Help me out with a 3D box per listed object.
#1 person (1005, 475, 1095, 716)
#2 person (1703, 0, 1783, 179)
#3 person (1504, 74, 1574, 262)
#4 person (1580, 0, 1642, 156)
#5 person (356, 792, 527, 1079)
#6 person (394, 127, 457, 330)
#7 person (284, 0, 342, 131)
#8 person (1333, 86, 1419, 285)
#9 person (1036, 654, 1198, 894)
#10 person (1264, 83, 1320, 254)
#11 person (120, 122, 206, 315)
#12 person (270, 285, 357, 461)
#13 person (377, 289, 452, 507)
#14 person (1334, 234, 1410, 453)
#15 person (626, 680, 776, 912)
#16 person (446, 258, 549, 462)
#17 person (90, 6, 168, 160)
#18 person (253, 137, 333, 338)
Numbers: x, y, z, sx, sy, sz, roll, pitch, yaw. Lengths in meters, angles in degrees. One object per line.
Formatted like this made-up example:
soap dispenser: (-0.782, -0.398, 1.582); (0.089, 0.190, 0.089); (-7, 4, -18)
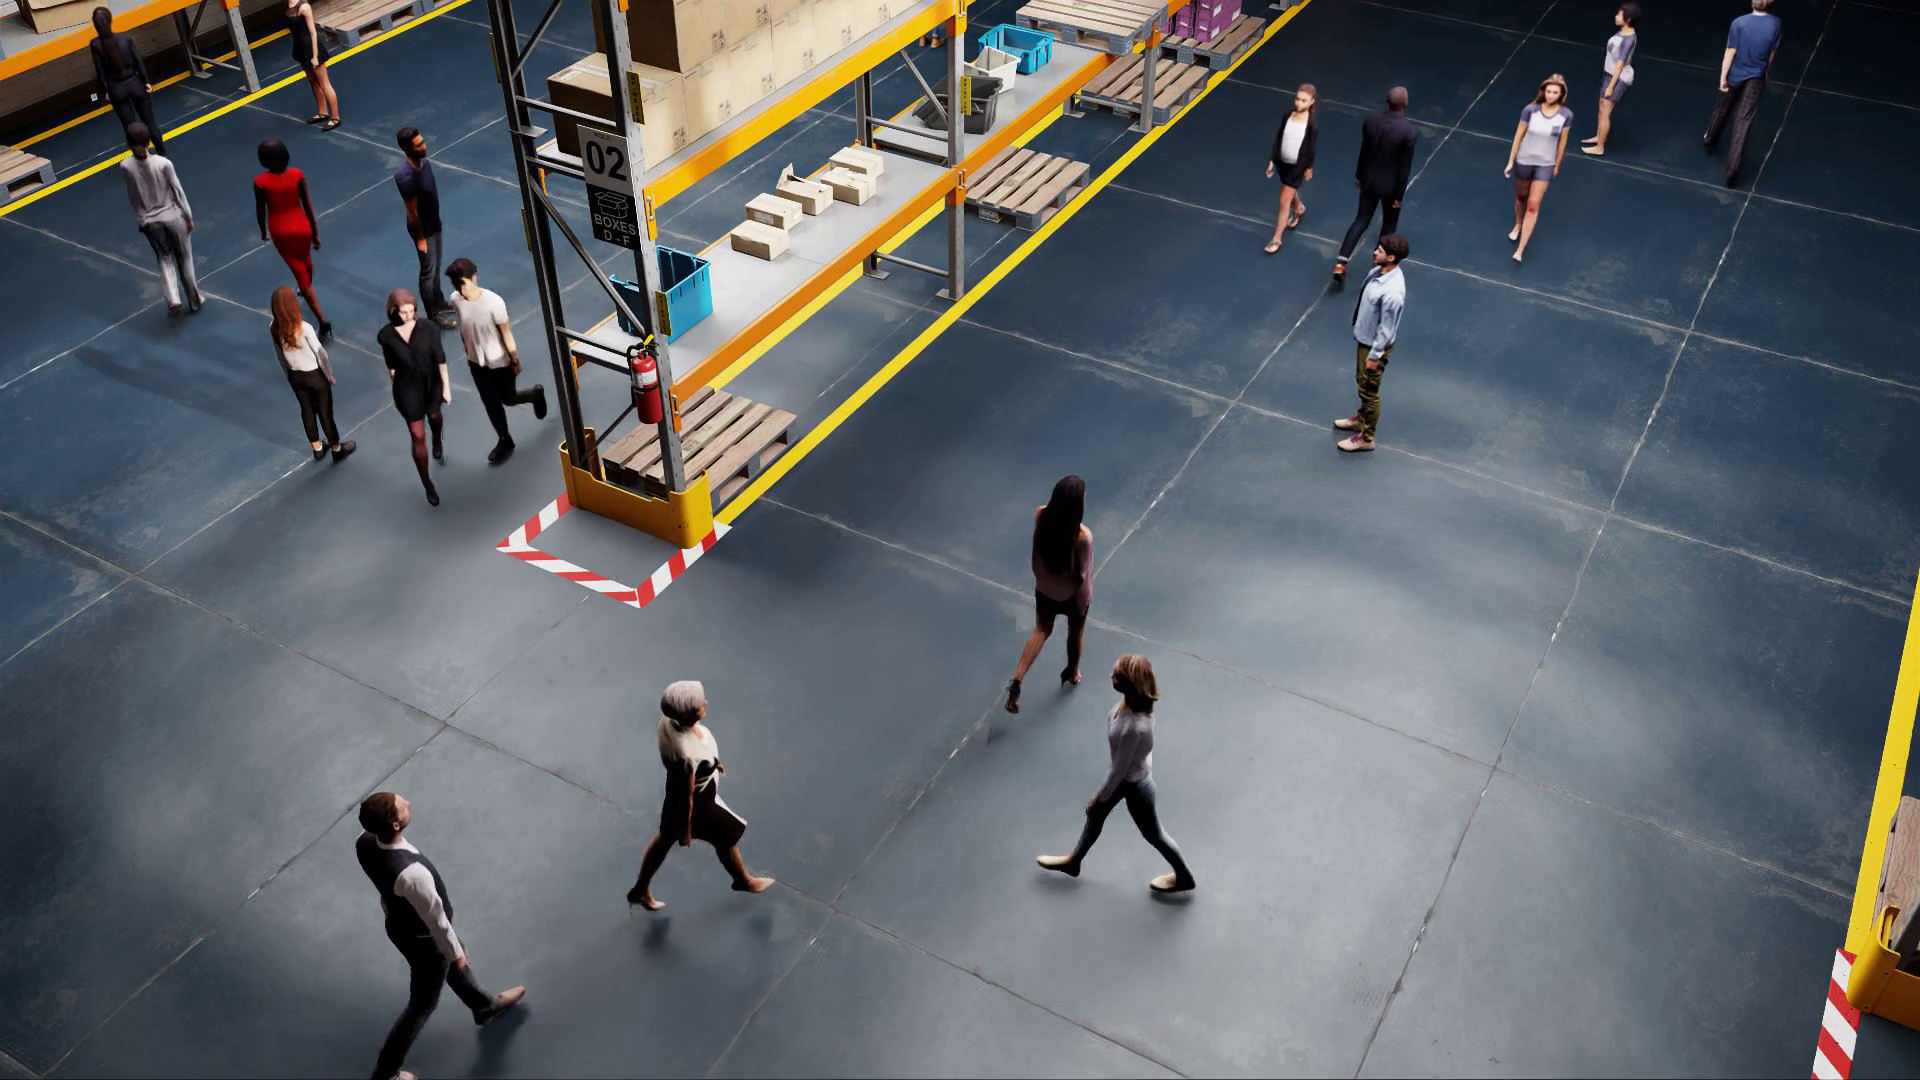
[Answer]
person: (0.568, 0.368, 10.299); (0.705, 1.790, 1.039); (27, 46, 30)
person: (7.695, -4.450, 16.315); (0.918, 1.811, 1.326); (9, 39, 11)
person: (5.252, -3.451, 15.165); (0.646, 1.685, 1.014); (18, 42, 21)
person: (6.635, -4.658, 16.777); (0.708, 1.559, 0.589); (10, 40, 12)
person: (-2.729, 1.982, 8.179); (1.266, 1.914, 0.889); (-31, 48, -33)
person: (-4.538, -2.667, 14.099); (0.782, 1.790, 0.637); (1, 39, 2)
person: (-6.741, -5.091, 17.228); (0.644, 1.673, 0.636); (-32, 48, -33)
person: (3.646, -3.068, 14.603); (0.878, 1.788, 1.204); (28, 47, 31)
person: (1.026, 1.354, 9.094); (0.992, 1.753, 1.175); (4, 39, 5)
person: (3.097, -3.489, 15.338); (0.663, 1.529, 1.092); (28, 47, 31)
person: (-6.785, -2.668, 14.126); (0.816, 1.759, 0.885); (-6, 39, -7)
person: (-4.937, -1.250, 12.570); (0.597, 1.484, 0.590); (7, 39, 8)
person: (-3.988, -1.158, 12.319); (1.030, 1.654, 1.046); (-11, 40, -14)
person: (3.159, -1.503, 12.625); (0.808, 1.811, 0.645); (5, 39, 6)
person: (-1.560, 1.441, 9.019); (1.148, 1.712, 1.010); (-15, 41, -18)
person: (-3.520, -1.440, 12.639); (0.694, 1.695, 0.935); (14, 41, 17)
person: (-8.172, -4.398, 16.330); (0.590, 1.711, 0.706); (-19, 42, -22)
person: (-5.560, -2.487, 13.946); (1.117, 1.699, 0.905); (-27, 46, -30)
